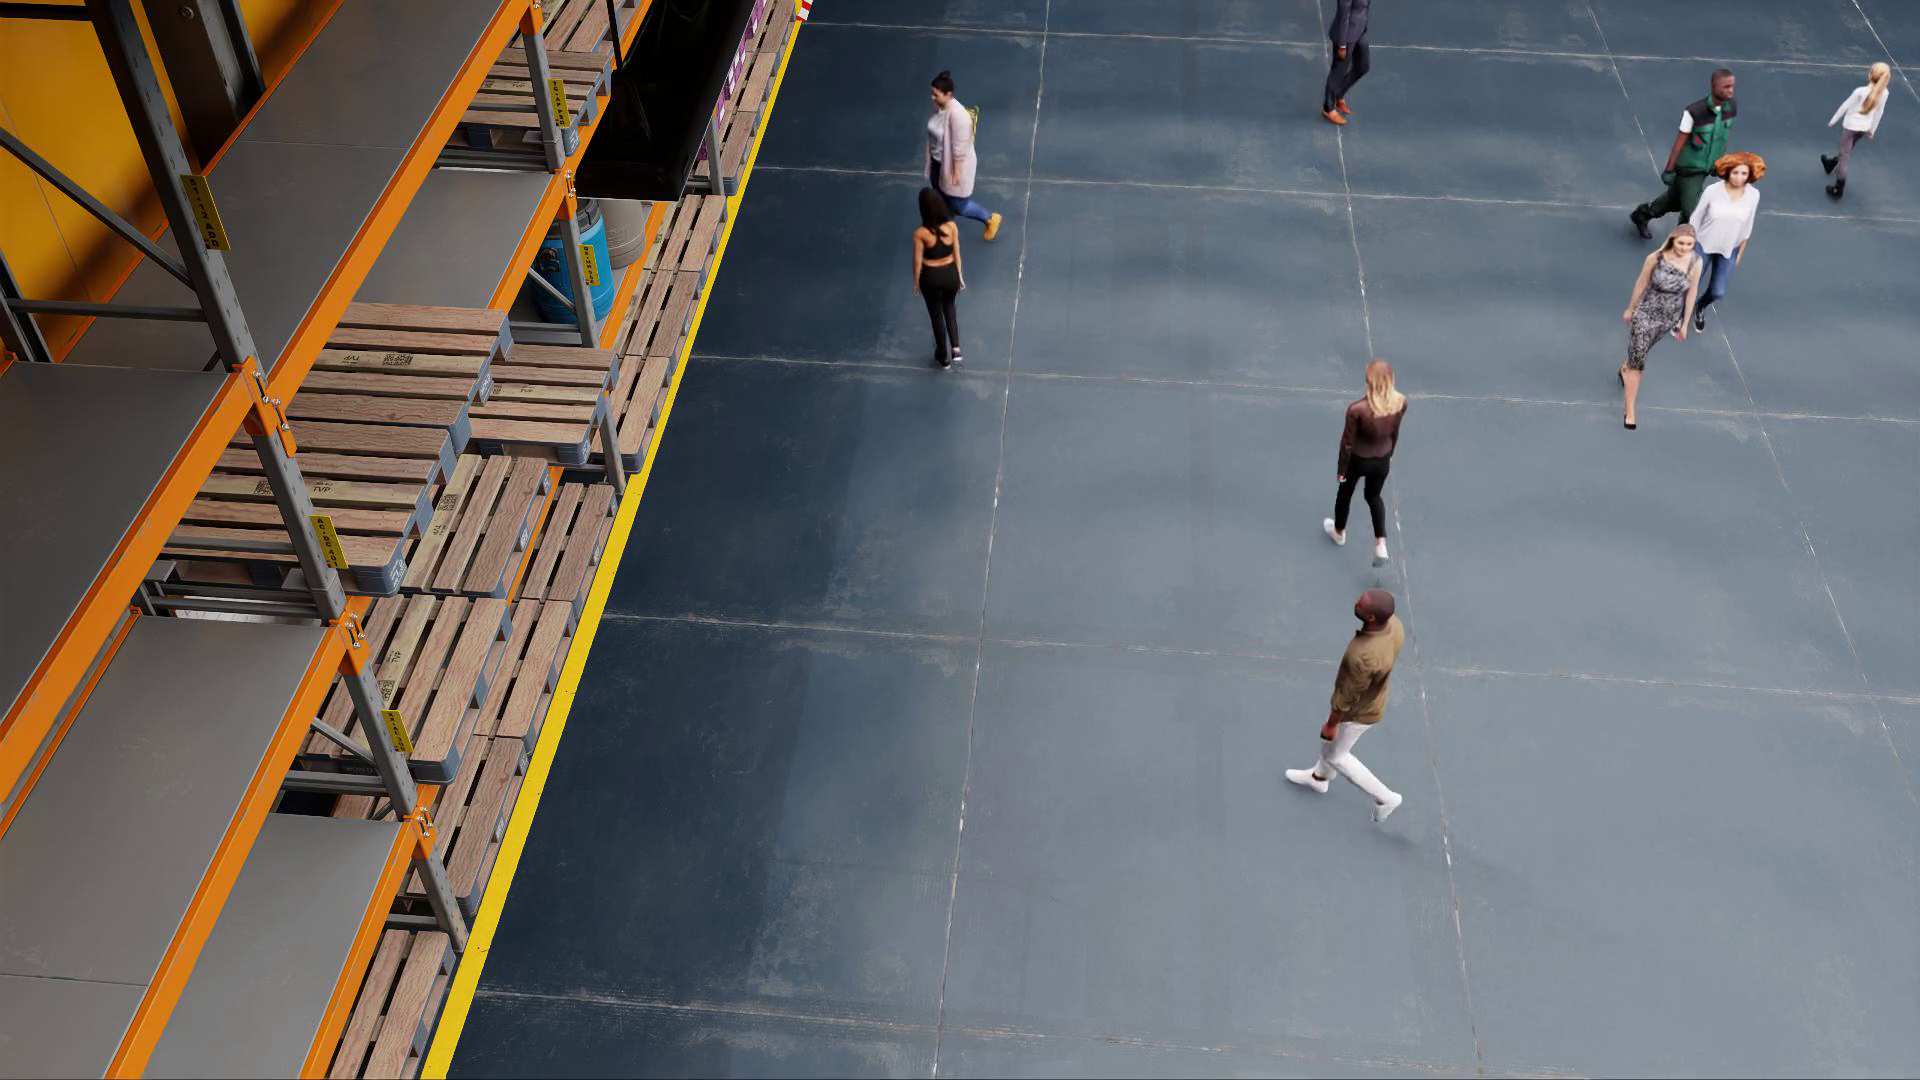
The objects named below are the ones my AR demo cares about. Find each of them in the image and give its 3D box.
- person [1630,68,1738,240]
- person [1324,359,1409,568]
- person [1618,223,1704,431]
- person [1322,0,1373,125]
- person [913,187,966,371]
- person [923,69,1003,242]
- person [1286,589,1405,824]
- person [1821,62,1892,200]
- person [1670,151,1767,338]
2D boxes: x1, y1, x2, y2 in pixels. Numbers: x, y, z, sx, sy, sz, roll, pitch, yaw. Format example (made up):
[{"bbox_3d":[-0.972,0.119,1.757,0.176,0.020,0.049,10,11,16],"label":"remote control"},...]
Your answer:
[{"bbox_3d":[6.269,-3.246,14.346,1.074,1.802,1.280,-18,47,-18],"label":"person"},{"bbox_3d":[2.859,-0.494,11.543,0.785,1.685,1.012,-10,44,-10],"label":"person"},{"bbox_3d":[5.383,-1.769,12.902,0.629,1.656,1.120,6,44,6],"label":"person"},{"bbox_3d":[3.697,-4.918,16.097,0.872,1.809,0.763,28,50,27],"label":"person"},{"bbox_3d":[-0.149,-2.002,13.166,0.688,1.628,0.741,-9,44,-9],"label":"person"},{"bbox_3d":[0.014,-3.292,14.450,0.995,1.726,0.992,-19,47,-19],"label":"person"},{"bbox_3d":[2.402,1.008,9.880,0.989,1.804,1.029,19,47,19],"label":"person"},{"bbox_3d":[8.240,-3.733,15.257,0.578,1.250,0.900,-3,44,-3],"label":"person"},{"bbox_3d":[6.163,-2.444,13.583,0.707,1.694,0.683,12,45,12],"label":"person"}]
